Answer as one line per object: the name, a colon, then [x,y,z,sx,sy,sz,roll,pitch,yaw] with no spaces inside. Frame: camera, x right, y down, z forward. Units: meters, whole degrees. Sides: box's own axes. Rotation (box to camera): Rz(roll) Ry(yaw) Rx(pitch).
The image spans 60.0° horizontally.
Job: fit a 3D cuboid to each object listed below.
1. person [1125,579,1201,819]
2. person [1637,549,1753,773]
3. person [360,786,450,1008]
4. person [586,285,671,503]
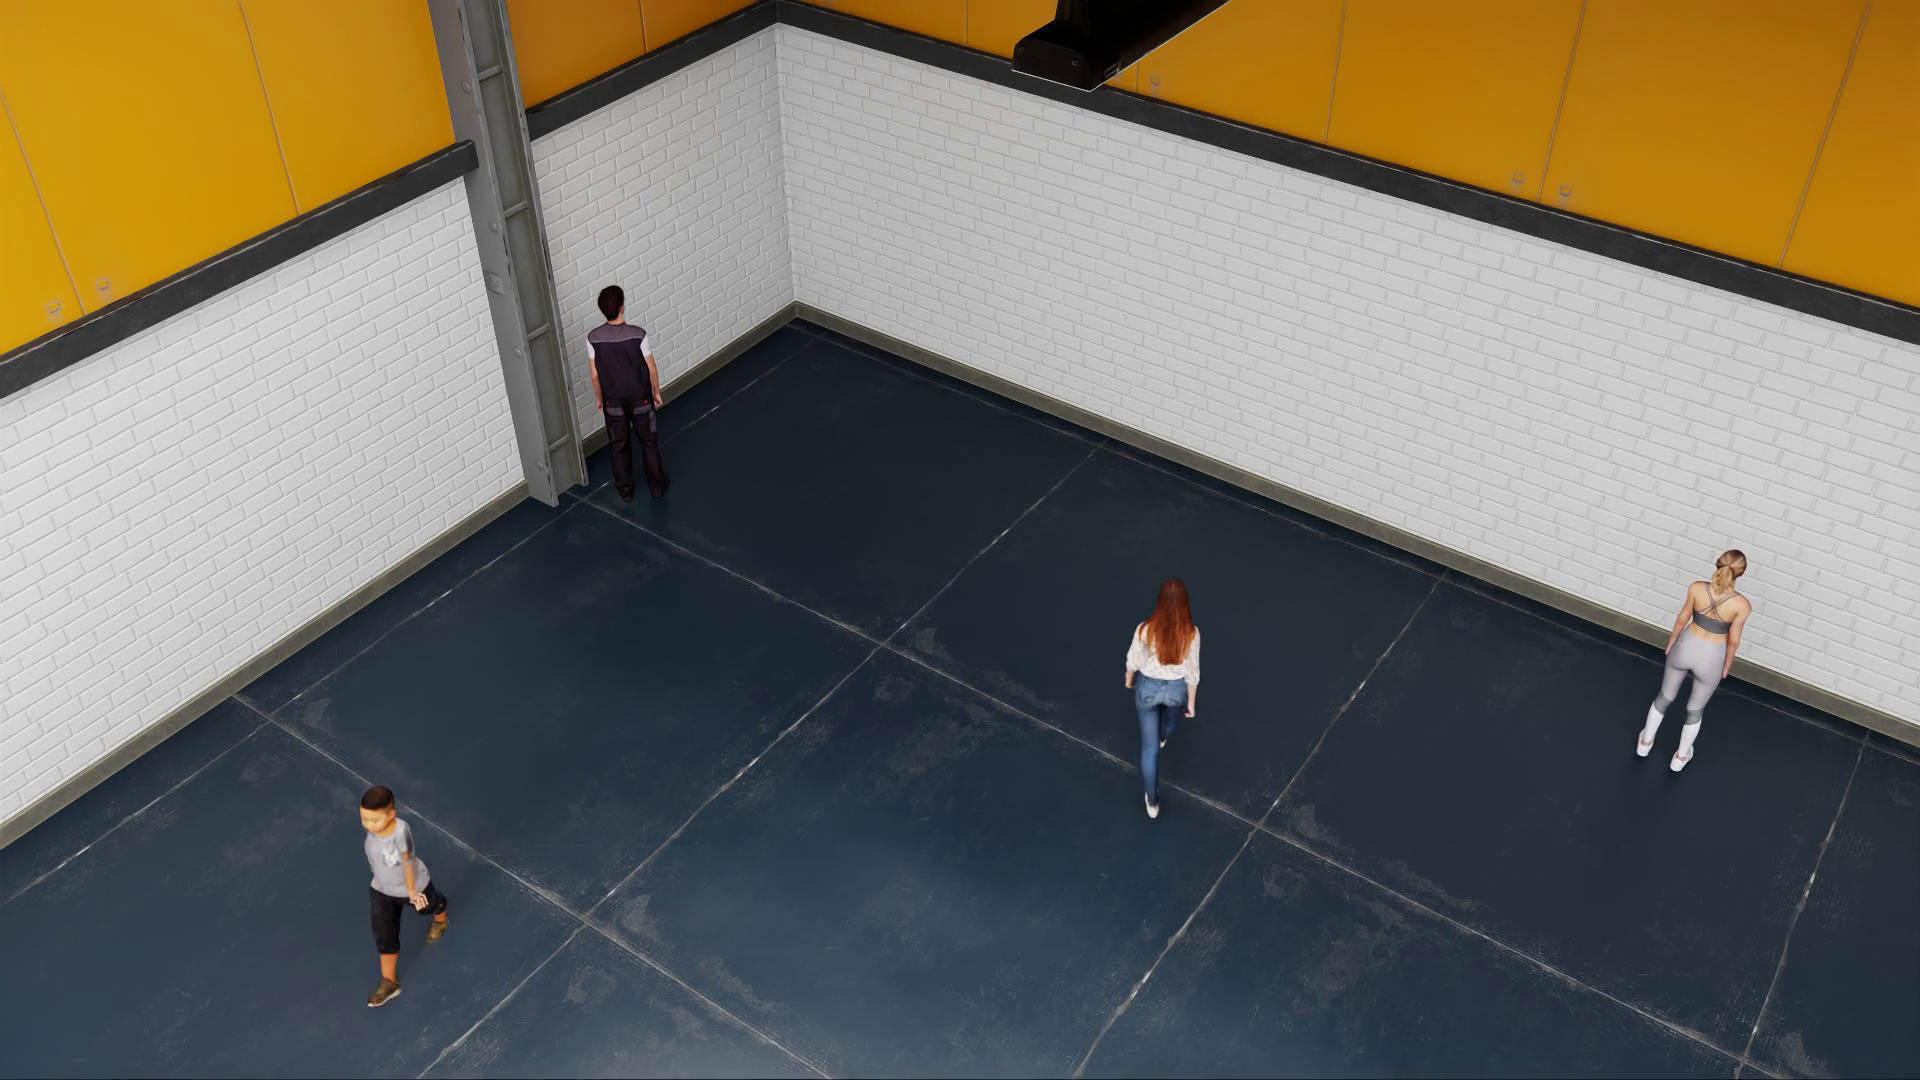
person: [1.246,1.006,10.268,0.977,1.686,1.178,2,39,3]
person: [4.683,0.757,10.568,0.551,1.700,0.496,26,45,29]
person: [-3.144,1.842,9.430,0.834,1.425,1.073,9,39,11]
person: [-2.564,-1.113,12.791,0.753,1.848,0.800,-4,39,-5]
